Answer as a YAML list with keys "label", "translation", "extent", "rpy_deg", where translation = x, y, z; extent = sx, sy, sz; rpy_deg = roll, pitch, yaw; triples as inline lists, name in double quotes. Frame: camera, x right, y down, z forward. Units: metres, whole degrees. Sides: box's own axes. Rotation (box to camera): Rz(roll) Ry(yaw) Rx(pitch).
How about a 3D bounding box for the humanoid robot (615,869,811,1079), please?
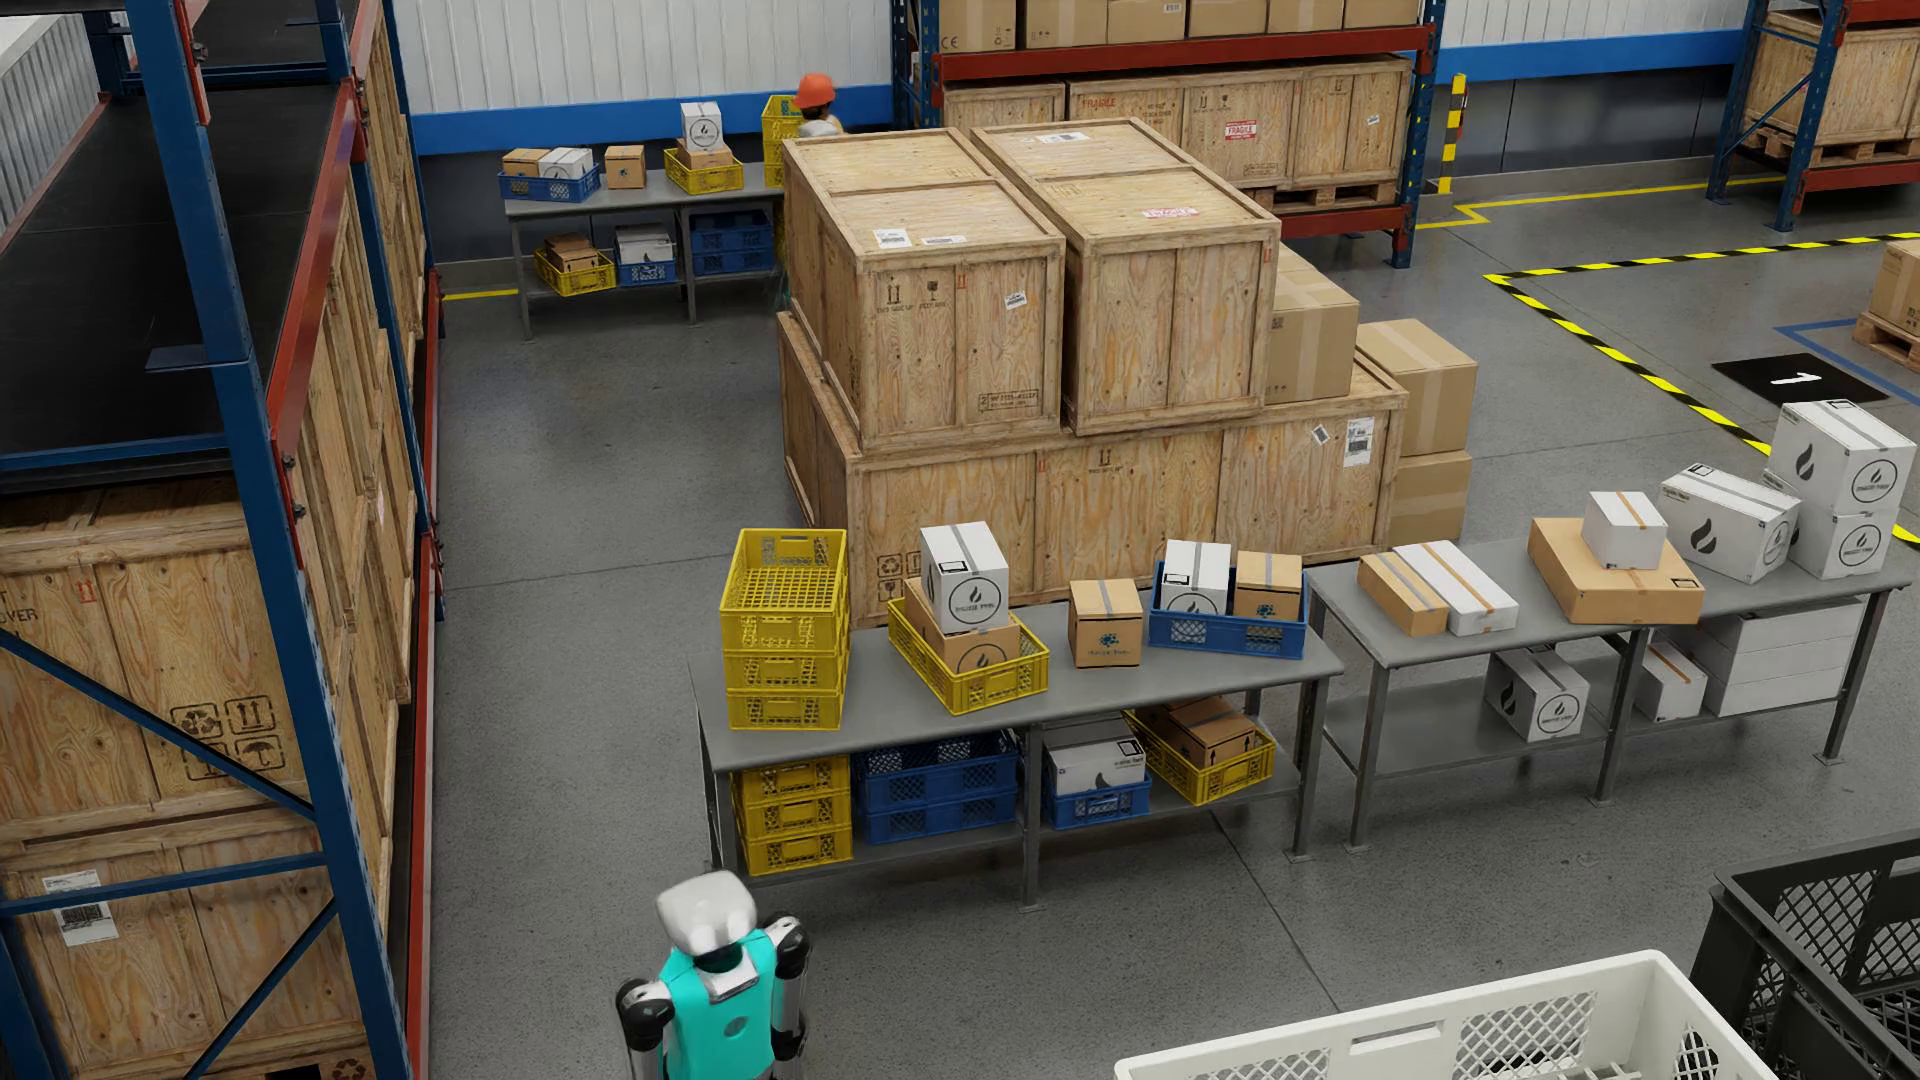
- label: "humanoid robot"
  translation: [-0.781, 1.569, 4.751]
  extent: [0.539, 1.786, 0.782]
  rpy_deg: [-20, 35, -32]

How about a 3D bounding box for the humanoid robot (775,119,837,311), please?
- label: "humanoid robot"
  translation: [-1.026, -1.793, 10.872]
  extent: [0.660, 1.814, 0.549]
  rpy_deg: [-23, 36, -35]

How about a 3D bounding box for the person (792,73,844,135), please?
- label: "person"
  translation: [-0.988, -2.335, 11.655]
  extent: [0.569, 1.908, 0.659]
  rpy_deg: [-1, 29, -2]
